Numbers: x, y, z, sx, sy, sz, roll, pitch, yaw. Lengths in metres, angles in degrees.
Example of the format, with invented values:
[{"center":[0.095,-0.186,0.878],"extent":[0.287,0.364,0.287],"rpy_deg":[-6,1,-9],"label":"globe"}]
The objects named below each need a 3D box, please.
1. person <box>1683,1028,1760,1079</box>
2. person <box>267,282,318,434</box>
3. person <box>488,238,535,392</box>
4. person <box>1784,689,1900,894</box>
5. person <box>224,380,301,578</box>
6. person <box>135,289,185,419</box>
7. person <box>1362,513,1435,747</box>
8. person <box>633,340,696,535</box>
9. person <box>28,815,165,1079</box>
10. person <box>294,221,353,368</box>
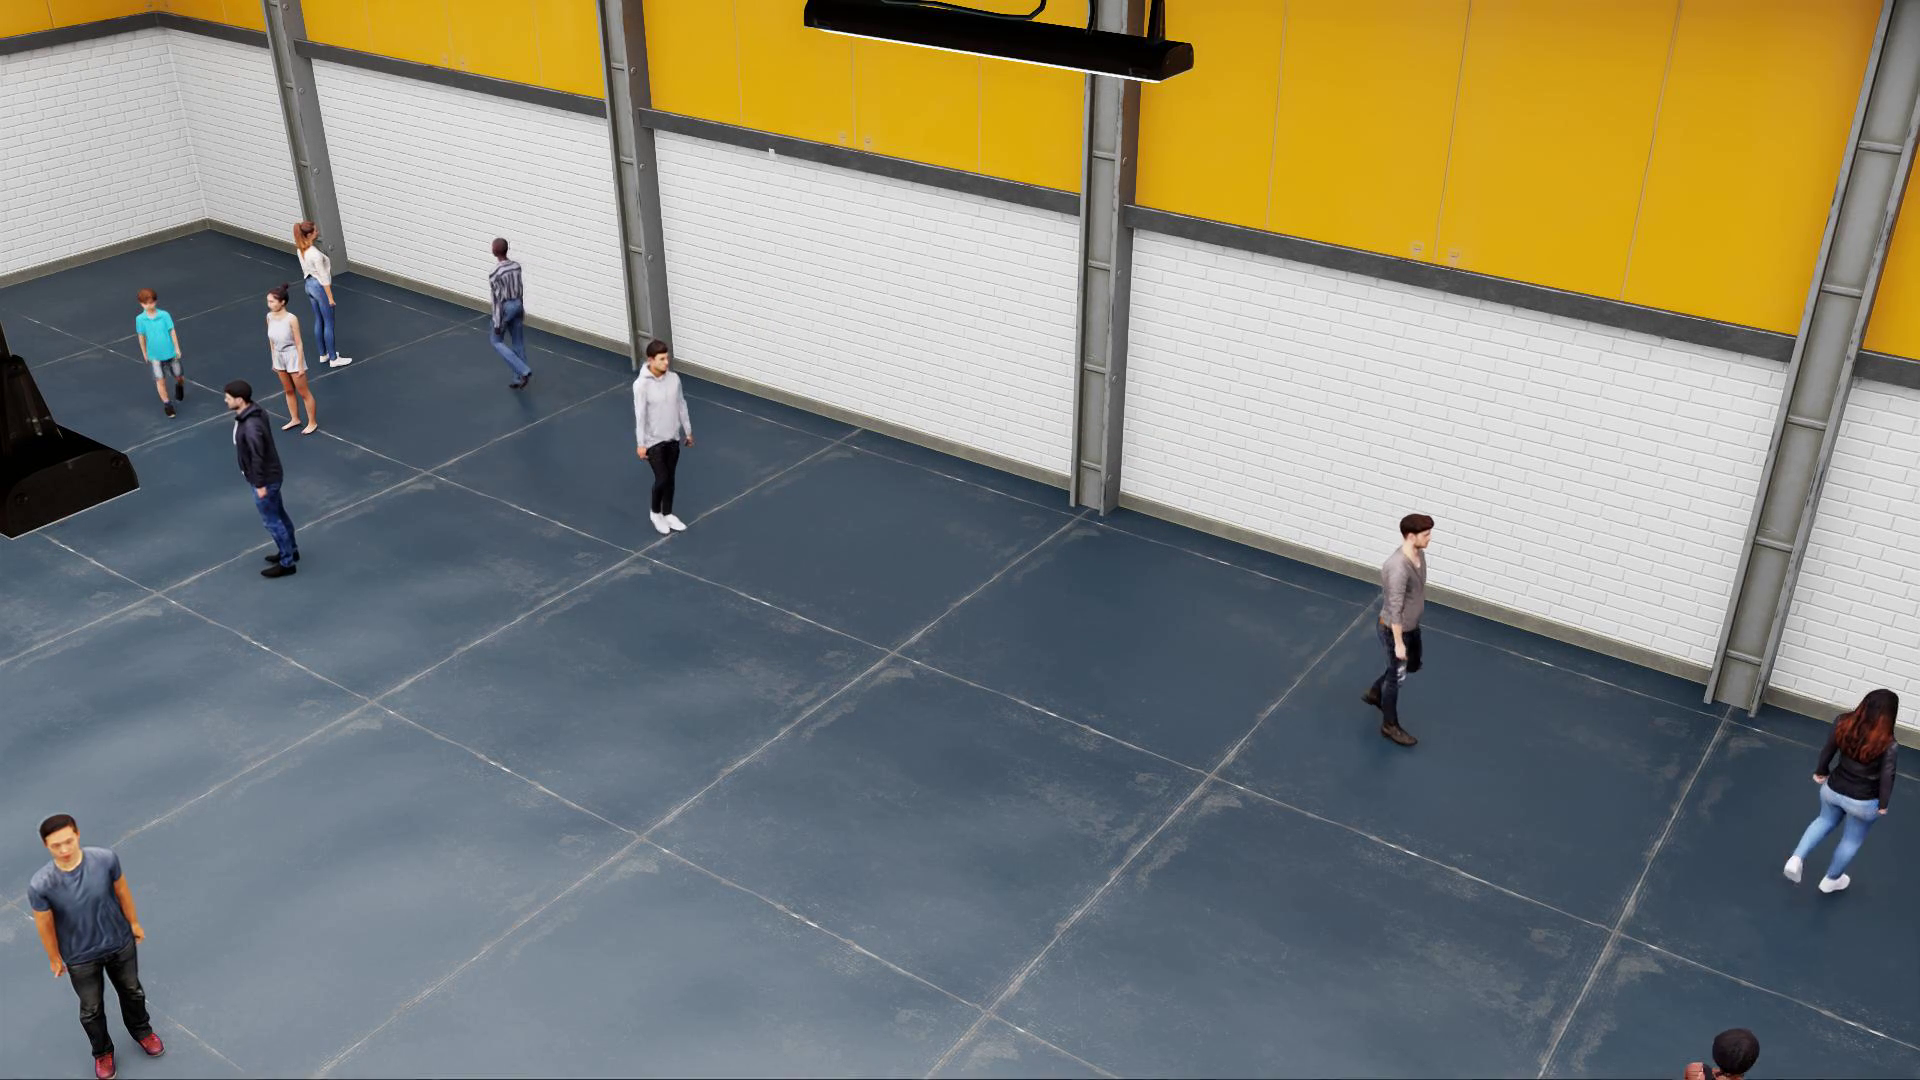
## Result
[{"center":[3.650,3.150,8.285],"extent":[0.928,1.664,1.067],"rpy_deg":[-15,32,-26],"label":"person"},{"center":[-7.109,-1.936,17.636],"extent":[0.509,1.637,0.663],"rpy_deg":[12,31,20],"label":"person"},{"center":[-4.934,-2.462,18.447],"extent":[0.706,1.784,0.681],"rpy_deg":[14,32,25],"label":"person"},{"center":[5.848,1.700,10.988],"extent":[0.884,1.620,0.868],"rpy_deg":[-15,32,-26],"label":"person"},{"center":[-6.207,-0.573,14.877],"extent":[0.818,1.887,0.737],"rpy_deg":[-7,29,-13],"label":"person"},{"center":[-8.697,-2.076,18.102],"extent":[0.722,1.438,0.831],"rpy_deg":[-13,31,-22],"label":"person"},{"center":[3.290,0.644,12.638],"extent":[0.749,1.895,0.702],"rpy_deg":[19,34,31],"label":"person"},{"center":[-2.863,-0.986,15.602],"extent":[0.646,1.917,0.741],"rpy_deg":[23,36,36],"label":"person"},{"center":[-5.018,2.323,9.650],"extent":[0.705,1.809,0.612],"rpy_deg":[-24,36,-36],"label":"person"},{"center":[-7.411,-2.854,19.233],"extent":[0.509,1.720,0.695],"rpy_deg":[24,37,37],"label":"person"}]
